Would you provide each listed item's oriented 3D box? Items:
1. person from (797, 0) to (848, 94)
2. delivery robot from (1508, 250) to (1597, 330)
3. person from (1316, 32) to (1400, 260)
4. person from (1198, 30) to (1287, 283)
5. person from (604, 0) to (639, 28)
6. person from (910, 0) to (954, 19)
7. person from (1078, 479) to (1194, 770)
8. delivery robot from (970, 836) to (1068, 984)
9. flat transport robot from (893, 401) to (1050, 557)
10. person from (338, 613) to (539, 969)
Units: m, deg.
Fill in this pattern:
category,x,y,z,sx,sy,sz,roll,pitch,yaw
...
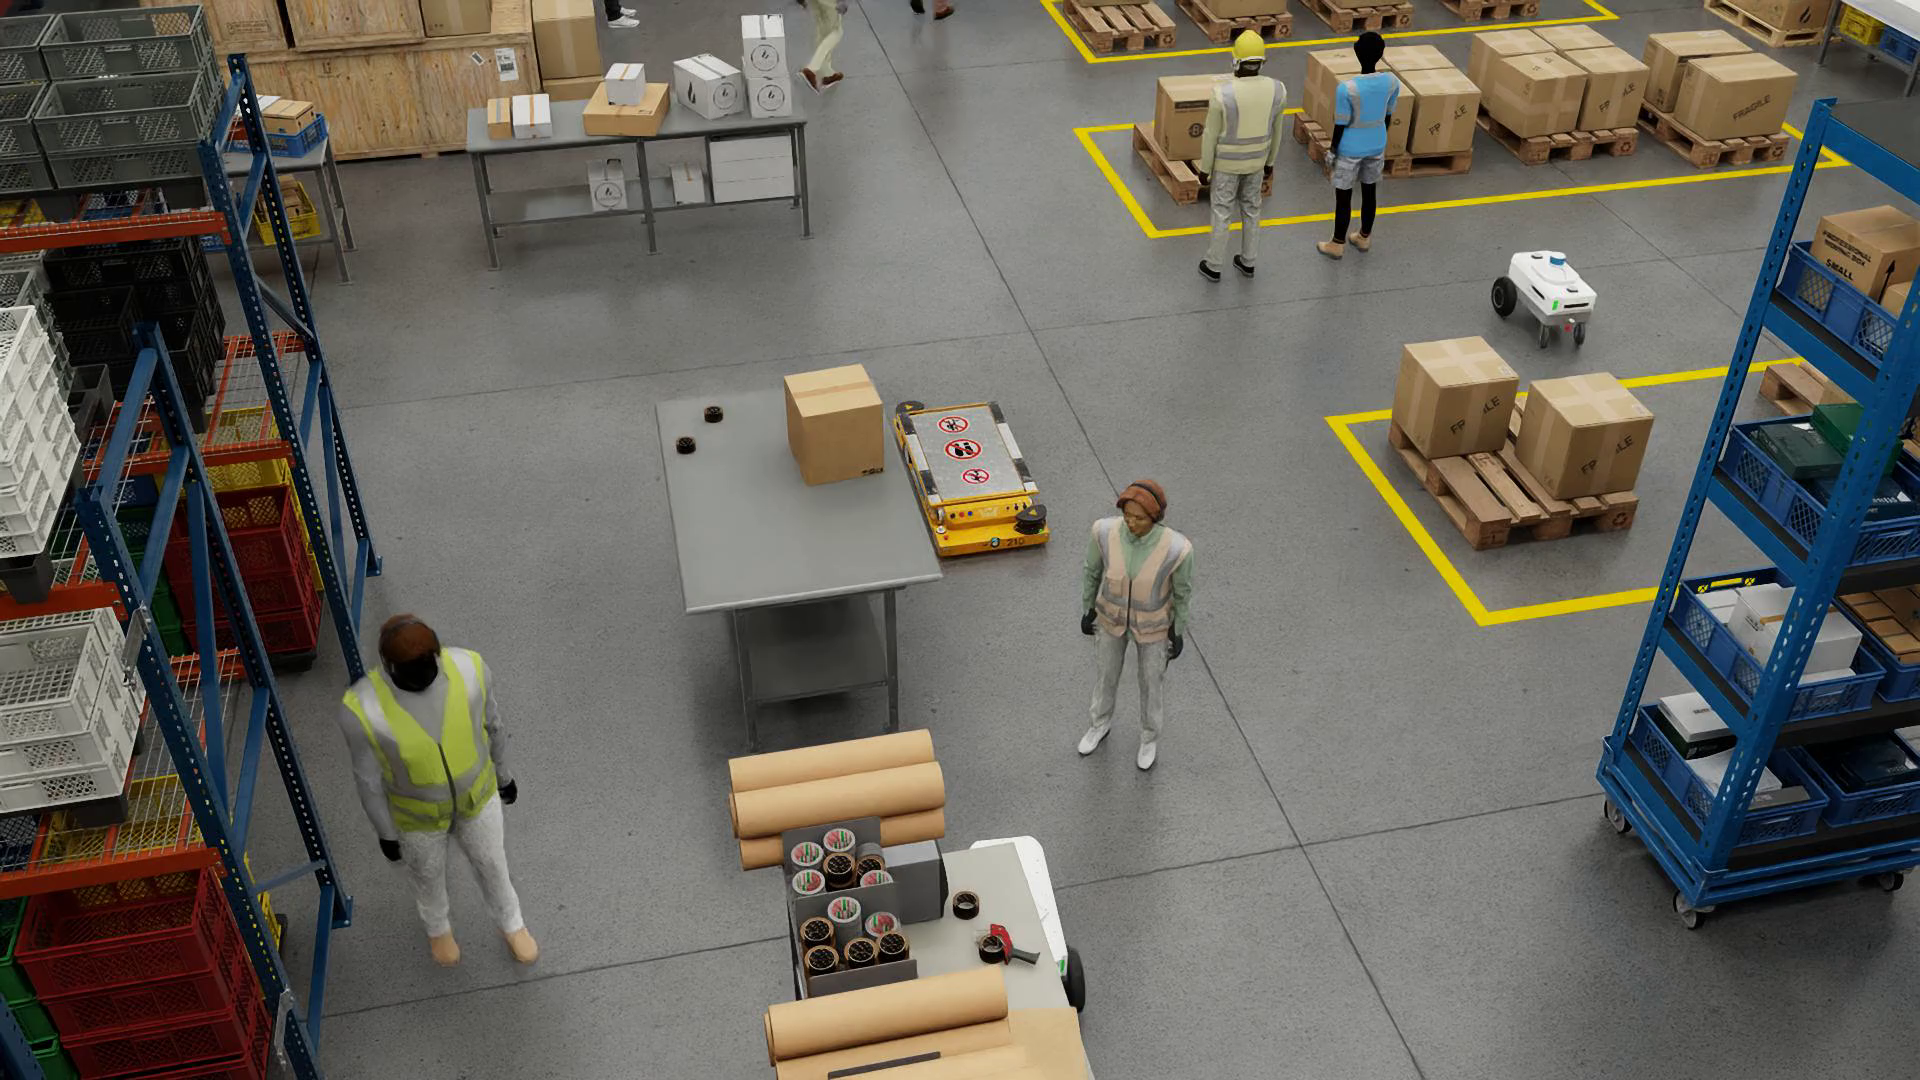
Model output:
category,x,y,z,sx,sy,sz,roll,pitch,yaw
person,-1.260,-4.880,14.781,0.546,1.844,0.664,22,42,26
delivery robot,4.120,-1.766,11.586,0.477,0.478,0.707,-6,37,-9
person,2.925,-2.884,12.218,0.533,1.698,0.322,-15,39,-19
person,1.992,-2.728,11.909,0.599,1.825,0.404,-12,38,-15
person,-3.440,-5.989,16.219,0.379,1.910,0.592,-9,38,-12
person,-0.236,-6.082,16.376,0.653,1.880,0.486,18,40,23
person,0.820,0.397,7.858,0.523,1.638,0.310,13,39,17
delivery robot,0.235,1.591,7.081,0.477,0.478,0.707,-5,37,-6
flat transport robot,0.046,-0.430,10.108,0.652,0.197,1.431,-8,37,-10
person,-2.120,1.049,6.824,0.625,1.847,0.429,-22,42,-27
